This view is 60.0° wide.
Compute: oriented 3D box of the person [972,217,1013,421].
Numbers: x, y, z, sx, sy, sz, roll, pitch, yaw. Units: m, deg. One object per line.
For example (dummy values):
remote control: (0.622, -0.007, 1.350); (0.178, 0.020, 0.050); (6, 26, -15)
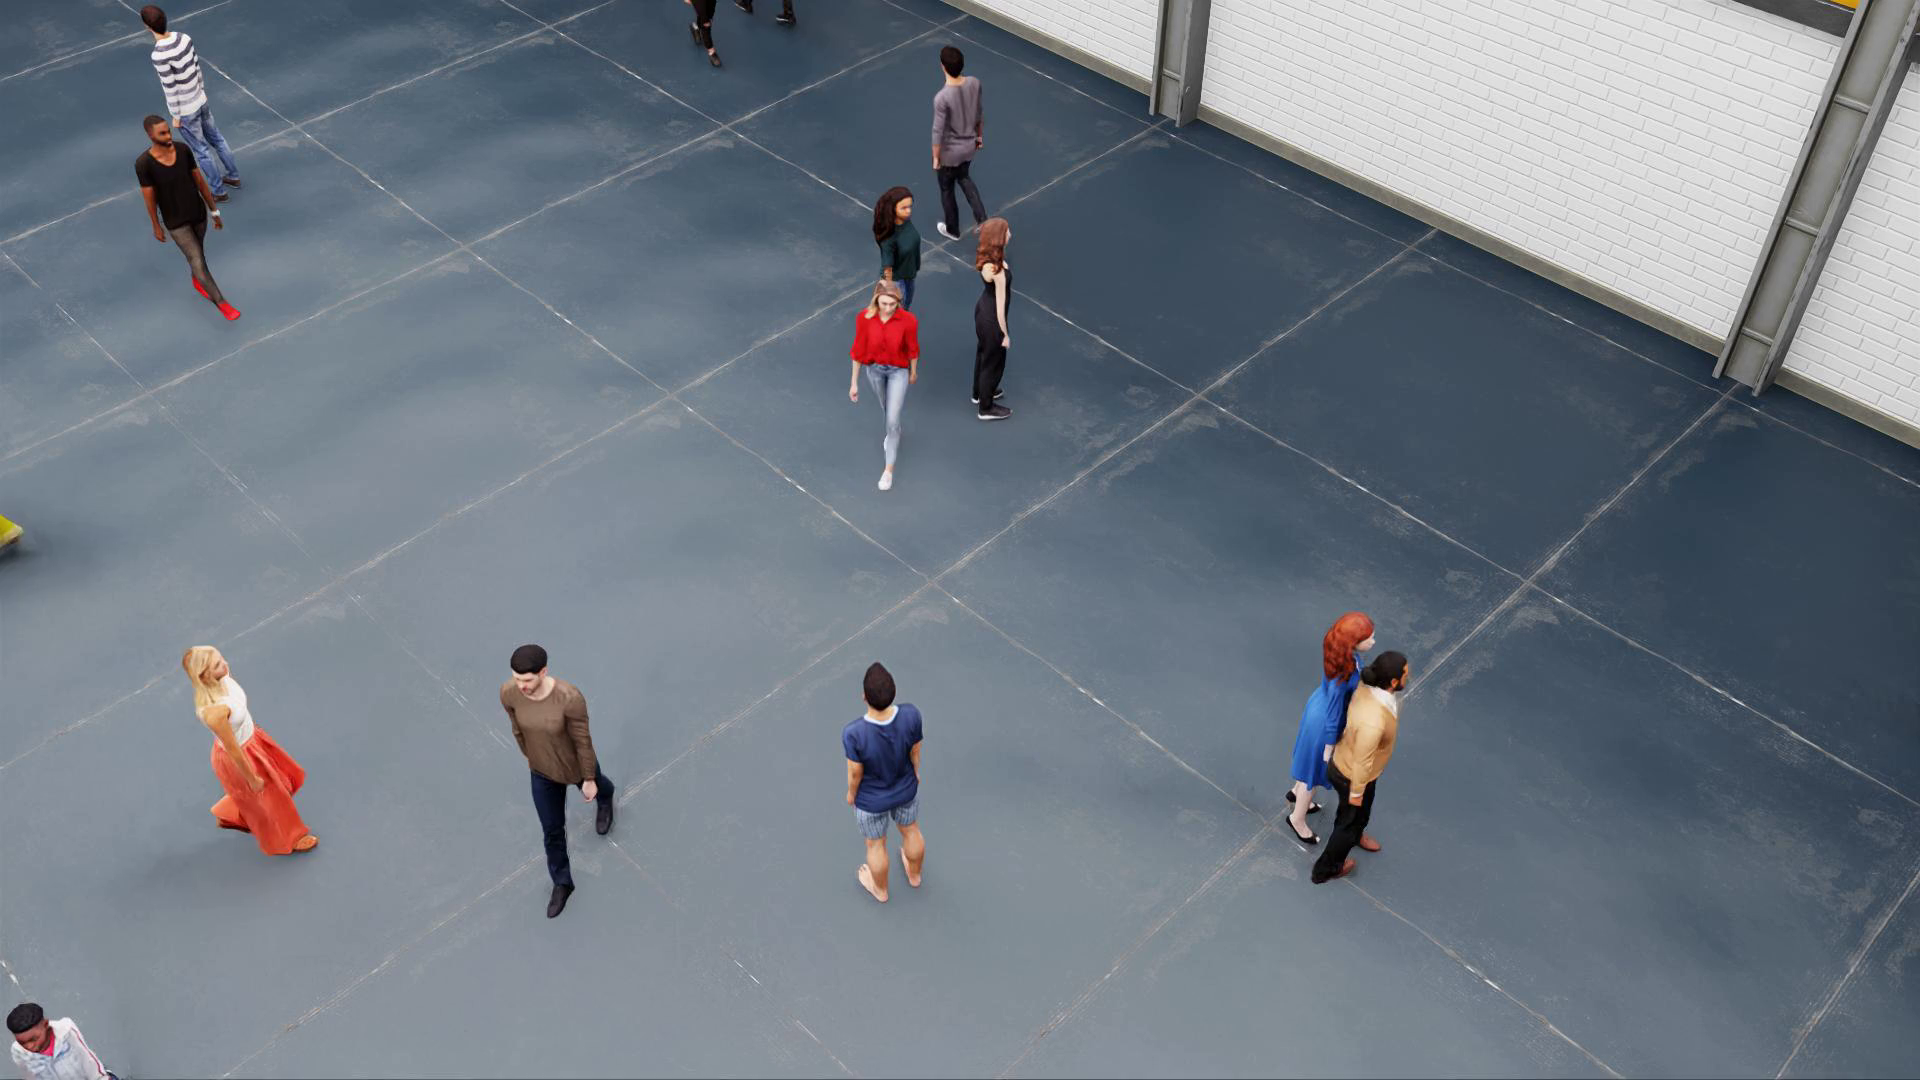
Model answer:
person: (0.231, -1.686, 12.651); (0.703, 1.745, 0.603); (-9, 44, -9)

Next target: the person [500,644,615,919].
person: (-2.244, 1.208, 9.539); (1.172, 1.848, 1.192); (3, 44, 4)

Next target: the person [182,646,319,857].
person: (-4.205, 1.250, 9.533); (0.915, 1.794, 0.885); (-7, 44, -7)

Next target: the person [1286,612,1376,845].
person: (2.138, 1.075, 9.693); (0.736, 1.827, 0.716); (10, 45, 10)

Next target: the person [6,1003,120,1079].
person: (-4.492, 2.685, 8.422); (0.612, 1.250, 0.783); (-20, 47, -19)

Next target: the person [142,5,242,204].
person: (-6.907, -3.911, 14.910); (0.714, 1.850, 0.722); (9, 44, 10)

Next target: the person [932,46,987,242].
person: (0.028, -3.363, 14.342); (0.727, 1.840, 0.772); (-31, 52, -28)

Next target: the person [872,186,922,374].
person: (-0.491, -2.078, 13.156); (0.698, 1.615, 0.680); (17, 46, 17)

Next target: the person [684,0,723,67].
person: (-2.667, -5.646, 17.009); (0.658, 1.466, 0.974); (-25, 49, -24)

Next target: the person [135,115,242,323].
person: (-6.432, -2.695, 13.698); (1.163, 1.762, 0.739); (30, 51, 28)

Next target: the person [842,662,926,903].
person: (-0.413, 1.388, 9.349); (0.688, 1.849, 0.677); (-17, 46, -17)

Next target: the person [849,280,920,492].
person: (-0.521, -1.282, 12.285); (1.095, 1.664, 1.067); (8, 44, 9)

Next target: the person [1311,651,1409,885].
person: (2.283, 1.275, 9.545); (0.853, 1.742, 0.829); (18, 46, 18)

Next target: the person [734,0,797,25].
person: (-1.990, -6.222, 17.443); (1.060, 1.678, 0.706); (32, 52, 29)
